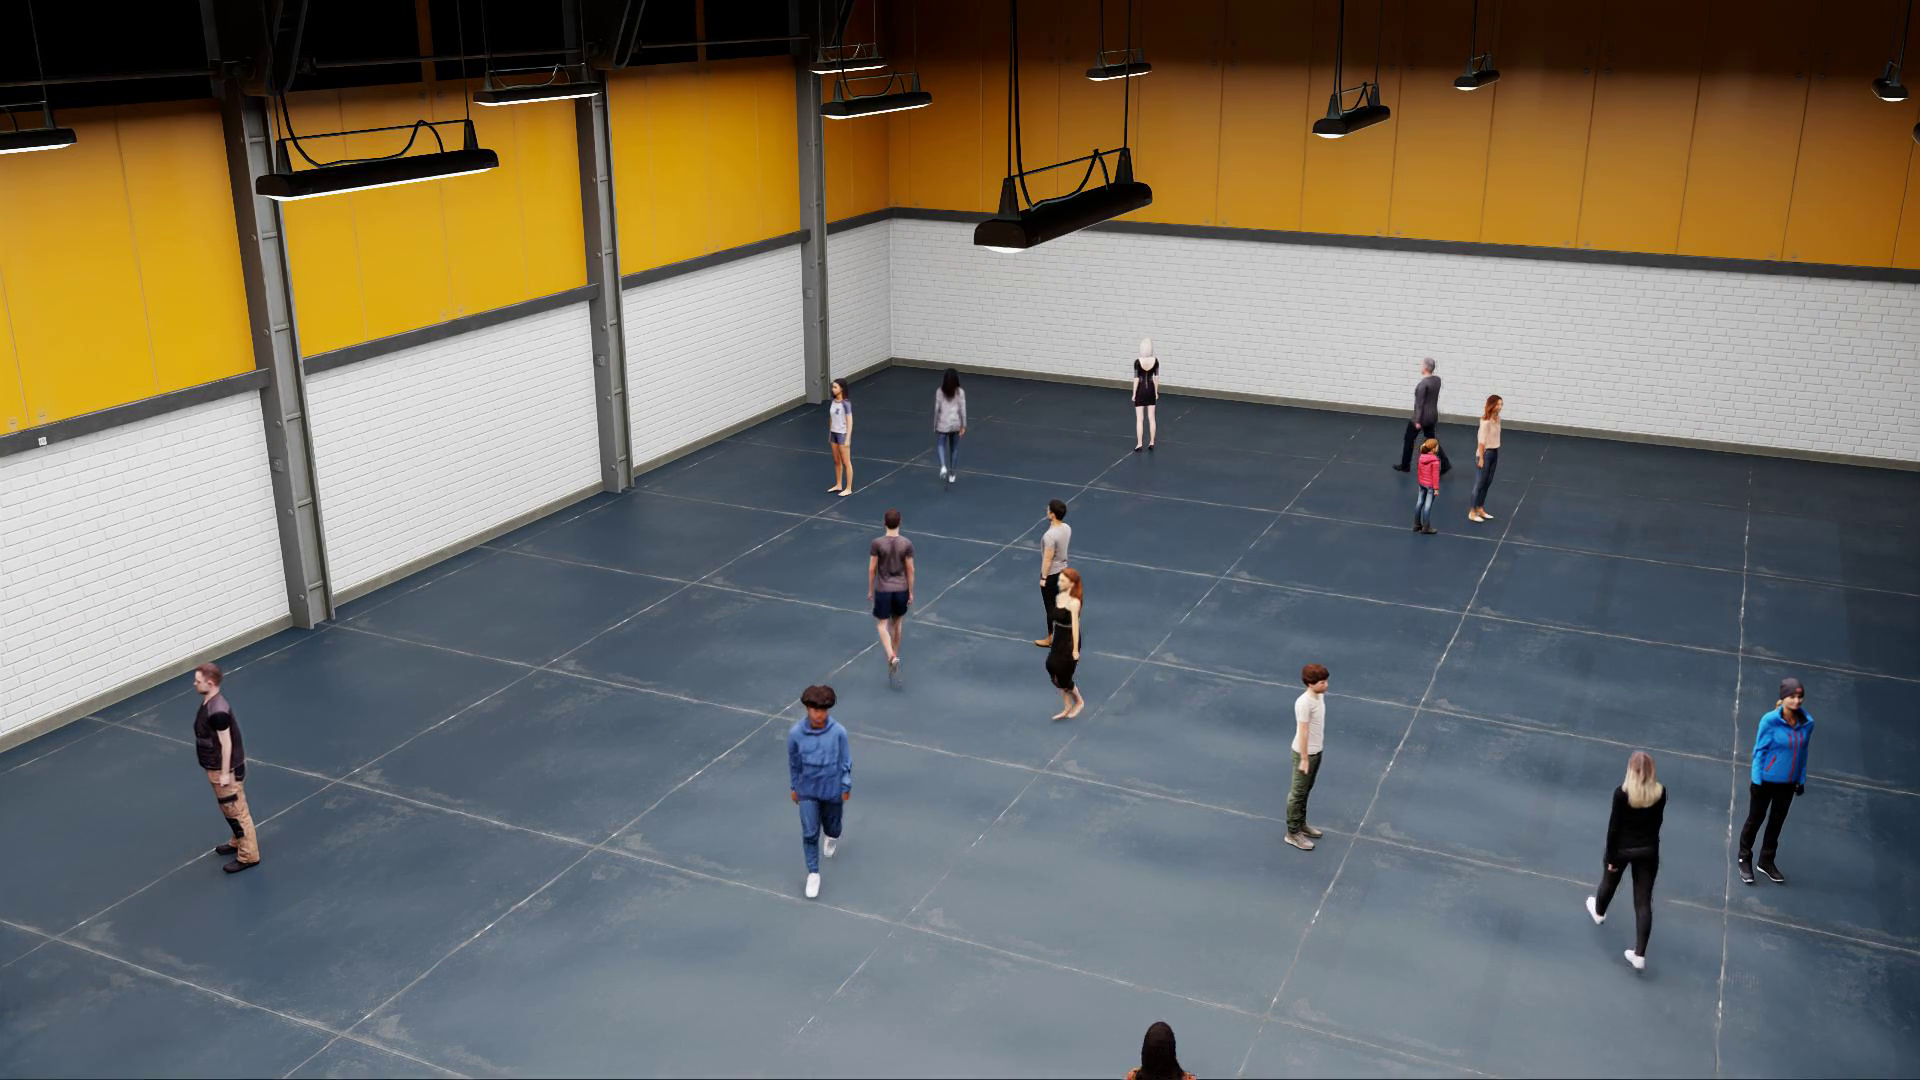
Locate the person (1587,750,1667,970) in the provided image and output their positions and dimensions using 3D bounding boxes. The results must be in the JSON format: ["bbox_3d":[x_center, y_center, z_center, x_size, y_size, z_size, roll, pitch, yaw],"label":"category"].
[{"bbox_3d":[5.143,2.447,12.621,0.919,1.638,1.227,1,19,2],"label":"person"}]

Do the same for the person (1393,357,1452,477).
[{"bbox_3d":[7.064,-1.826,25.052,1.229,1.803,1.105,-16,24,-39],"label":"person"}]

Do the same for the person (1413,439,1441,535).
[{"bbox_3d":[6.346,-0.741,22.590,0.645,1.317,0.600,-9,21,-25],"label":"person"}]

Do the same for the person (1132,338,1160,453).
[{"bbox_3d":[2.947,-2.314,26.458,0.657,1.829,0.698,-5,19,-15],"label":"person"}]

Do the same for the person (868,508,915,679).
[{"bbox_3d":[-0.736,0.591,17.829,1.022,1.833,1.138,-4,19,-11],"label":"person"}]

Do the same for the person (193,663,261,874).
[{"bbox_3d":[-6.179,1.879,13.991,0.795,1.841,0.774,-11,21,-29],"label":"person"}]

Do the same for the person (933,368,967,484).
[{"bbox_3d":[-0.163,-1.680,24.745,0.760,1.721,0.783,0,19,0],"label":"person"}]

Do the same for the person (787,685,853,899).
[{"bbox_3d":[-1.142,2.002,13.711,0.921,1.786,1.080,1,19,2],"label":"person"}]

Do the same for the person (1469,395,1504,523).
[{"bbox_3d":[7.306,-1.149,23.062,0.598,1.790,0.728,-15,24,-38],"label":"person"}]

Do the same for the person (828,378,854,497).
[{"bbox_3d":[-1.737,-1.516,24.241,0.640,1.734,0.655,-16,24,-39],"label":"person"}]

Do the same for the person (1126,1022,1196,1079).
[{"bbox_3d":[1.124,3.529,9.371,0.639,1.662,1.058,6,19,17],"label":"person"}]

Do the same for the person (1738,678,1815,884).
[{"bbox_3d":[6.746,1.981,13.759,0.690,1.795,0.681,-1,19,-3],"label":"person"}]

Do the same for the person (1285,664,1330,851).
[{"bbox_3d":[3.004,1.839,14.401,0.660,1.654,0.510,12,22,31],"label":"person"}]

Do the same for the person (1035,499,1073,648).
[{"bbox_3d":[1.065,0.356,18.693,0.702,1.725,0.522,13,22,33],"label":"person"}]

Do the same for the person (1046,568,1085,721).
[{"bbox_3d":[1.156,1.055,16.794,0.804,1.613,0.746,-8,20,-21],"label":"person"}]
